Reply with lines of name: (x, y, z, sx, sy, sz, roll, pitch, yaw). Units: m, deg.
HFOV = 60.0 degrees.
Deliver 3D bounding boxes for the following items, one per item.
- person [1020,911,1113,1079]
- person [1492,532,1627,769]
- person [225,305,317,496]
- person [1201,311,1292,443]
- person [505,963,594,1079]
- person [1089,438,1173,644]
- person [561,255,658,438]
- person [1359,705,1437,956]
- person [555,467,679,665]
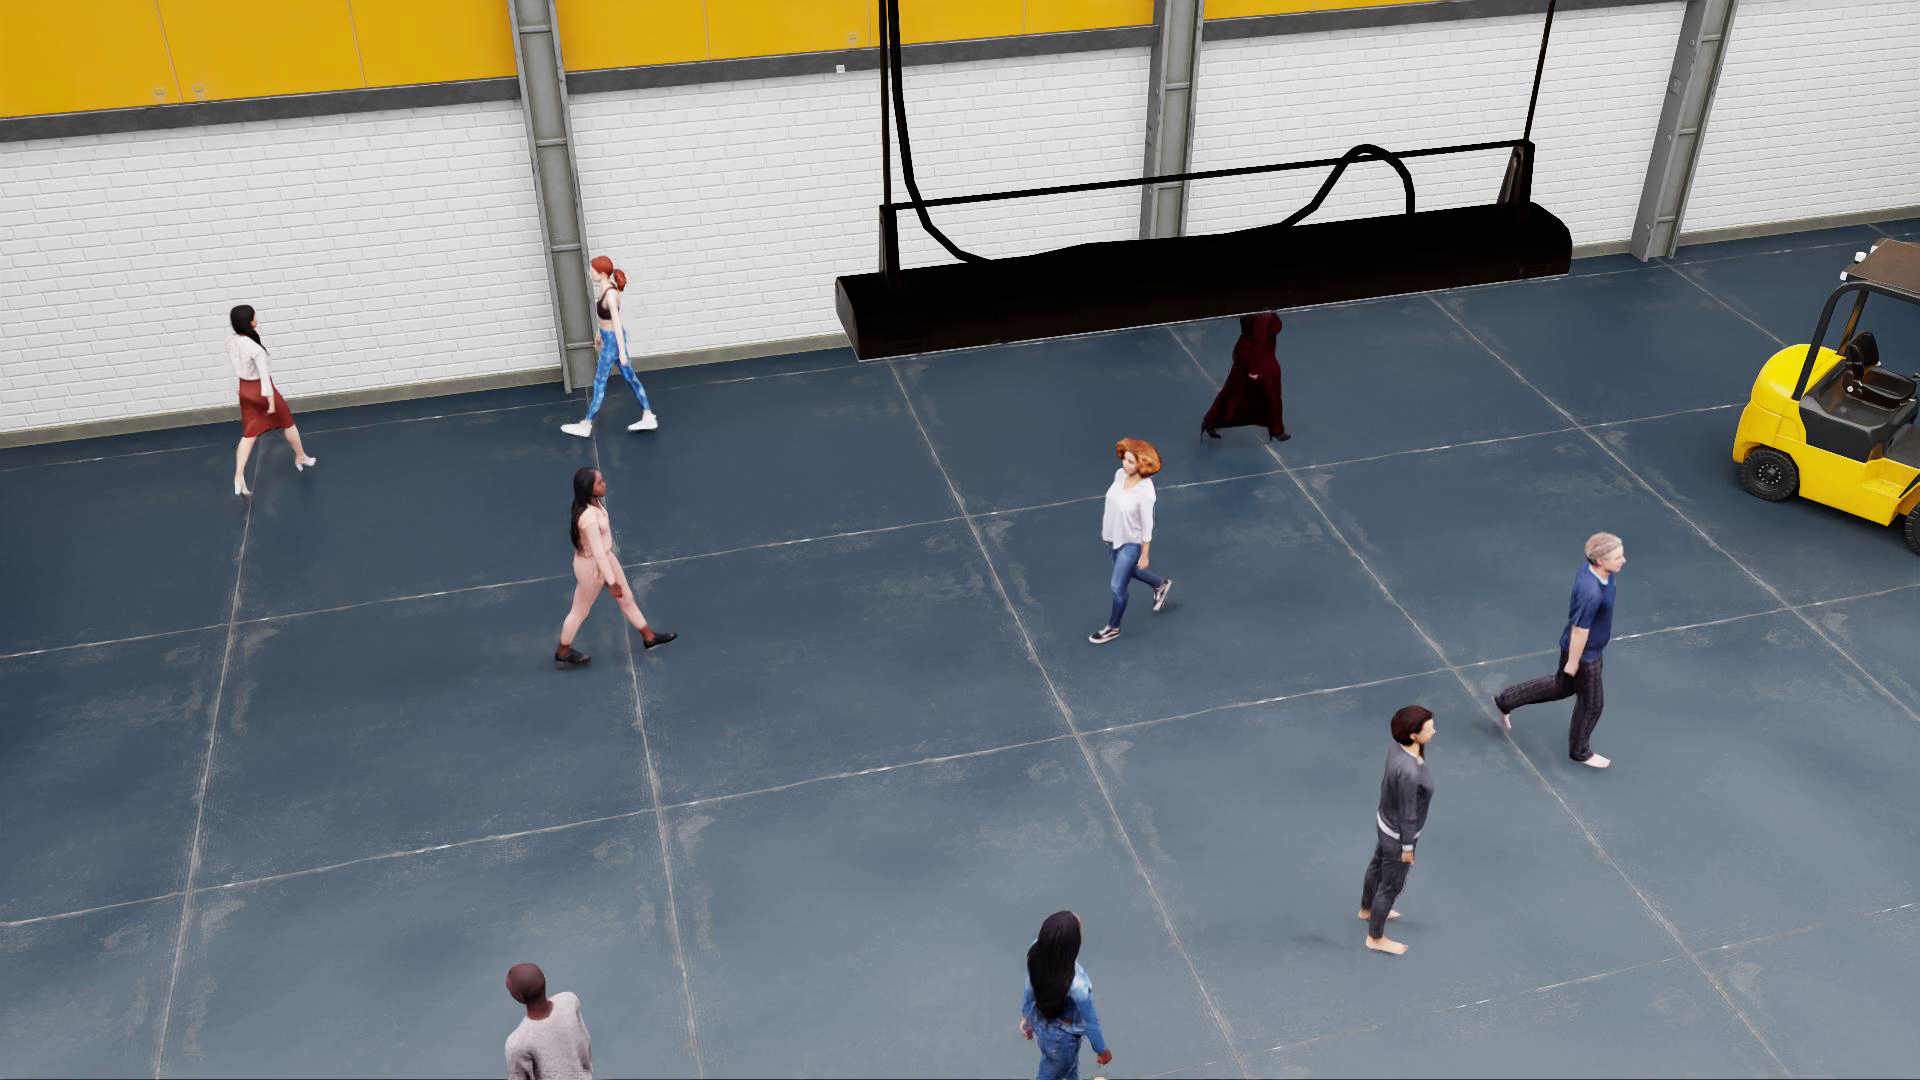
person: (0.425, 2.618, 8.619, 1.004, 1.688, 0.753, -16, 37, -23)
person: (4.153, 0.719, 11.339, 1.186, 1.839, 1.080, 15, 36, 21)
person: (-6.080, -1.171, 14.296, 1.097, 1.714, 1.127, 15, 36, 21)
person: (2.545, -1.597, 14.933, 1.080, 1.718, 0.733, -5, 34, -7)
person: (-1.939, 2.814, 8.267, 0.968, 1.751, 0.928, 24, 41, 32)
person: (1.342, -0.035, 12.606, 1.077, 1.693, 0.759, -16, 37, -22)
person: (-3.050, -1.747, 15.129, 1.090, 1.751, 0.609, -8, 34, -12)
person: (2.605, 1.704, 9.921, 0.626, 1.768, 0.669, 1, 34, 2)
person: (-2.764, 0.246, 12.203, 1.181, 1.670, 0.734, -4, 34, -6)
